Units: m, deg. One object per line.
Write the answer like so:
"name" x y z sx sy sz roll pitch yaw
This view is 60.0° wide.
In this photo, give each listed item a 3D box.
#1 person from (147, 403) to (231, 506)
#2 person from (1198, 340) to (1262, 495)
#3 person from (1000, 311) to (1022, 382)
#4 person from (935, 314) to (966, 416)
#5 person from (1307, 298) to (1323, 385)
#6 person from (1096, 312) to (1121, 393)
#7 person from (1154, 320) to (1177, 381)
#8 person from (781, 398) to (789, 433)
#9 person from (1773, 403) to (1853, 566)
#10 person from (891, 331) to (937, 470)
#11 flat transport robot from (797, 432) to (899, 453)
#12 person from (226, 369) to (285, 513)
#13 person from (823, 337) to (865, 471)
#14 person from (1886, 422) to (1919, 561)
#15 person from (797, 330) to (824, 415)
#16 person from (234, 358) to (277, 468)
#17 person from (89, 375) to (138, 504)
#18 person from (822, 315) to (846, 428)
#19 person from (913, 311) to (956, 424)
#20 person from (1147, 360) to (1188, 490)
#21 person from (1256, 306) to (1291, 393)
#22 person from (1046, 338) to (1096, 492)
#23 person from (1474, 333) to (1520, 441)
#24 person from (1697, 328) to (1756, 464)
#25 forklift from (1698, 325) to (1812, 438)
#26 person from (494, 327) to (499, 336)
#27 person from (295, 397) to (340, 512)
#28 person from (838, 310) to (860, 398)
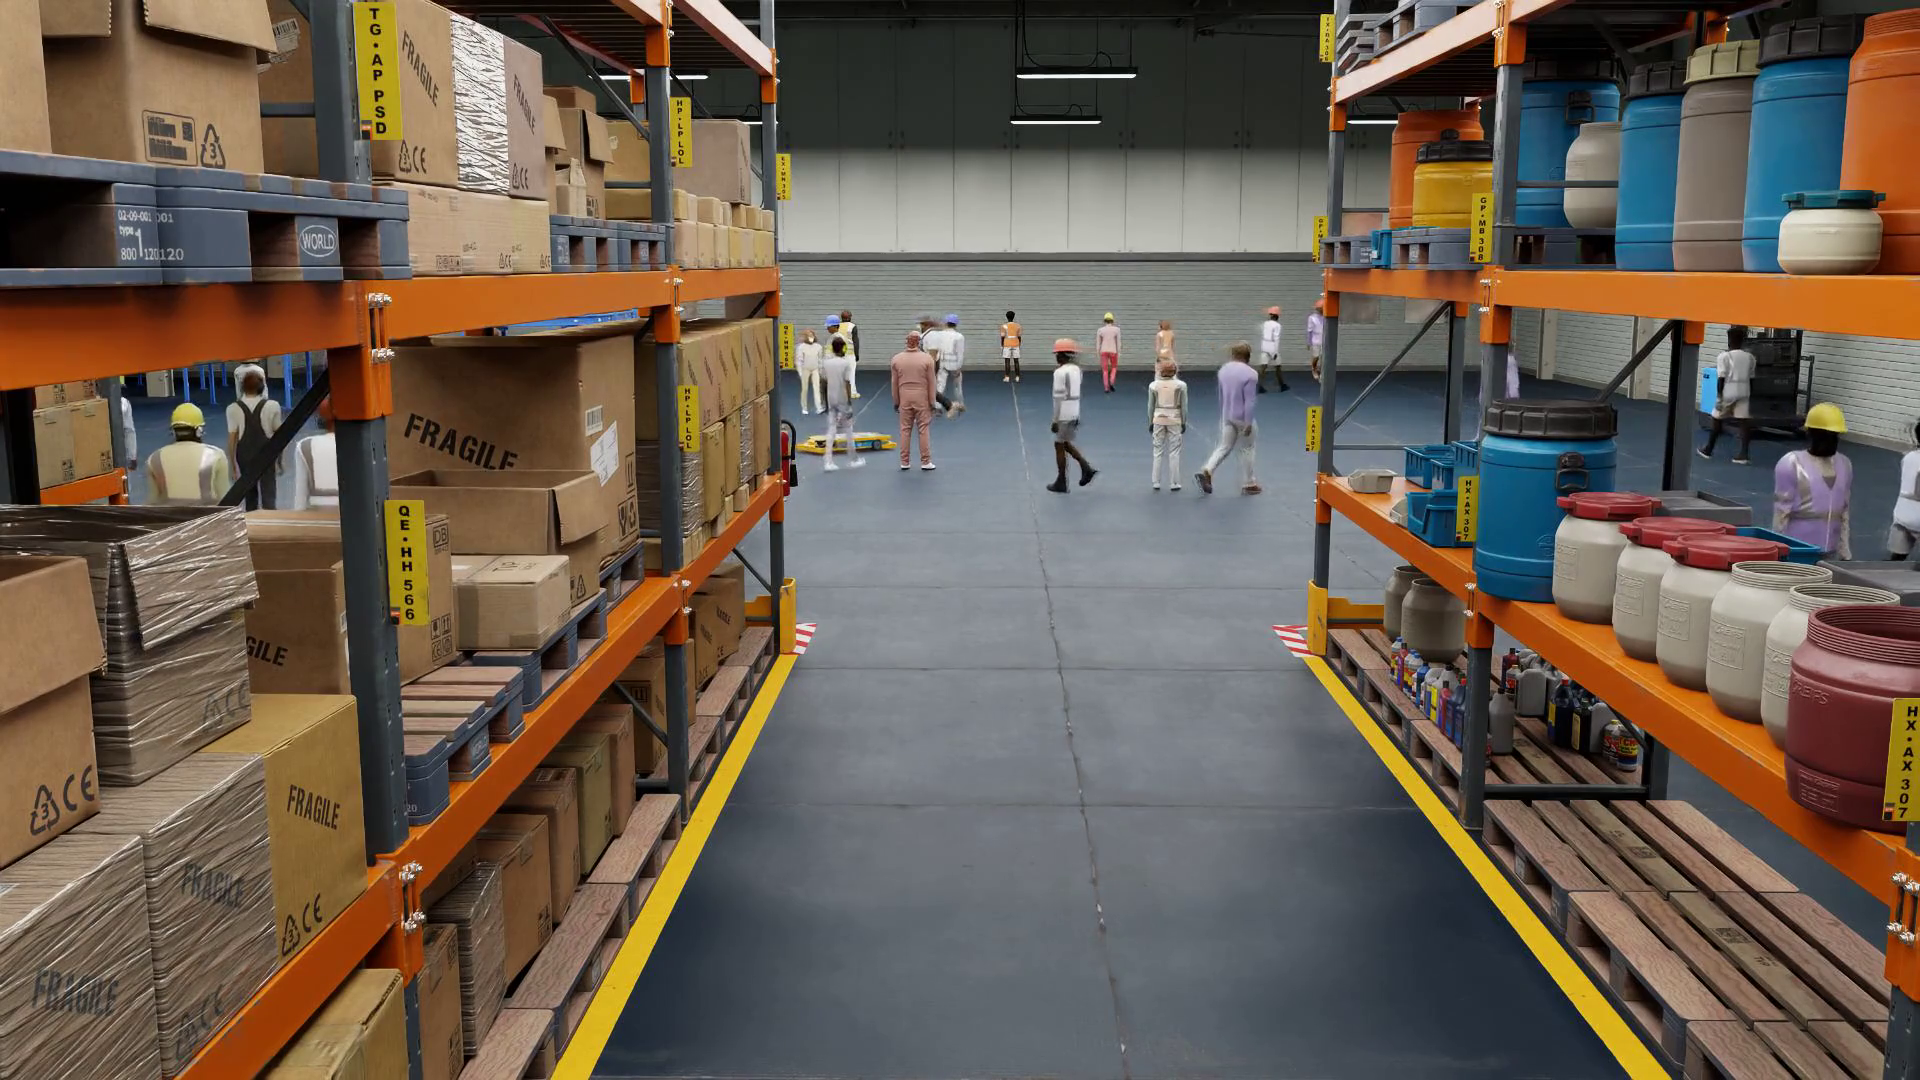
"person" -5.657 -0.102 12.324 0.618 1.813 0.438 0 9 -2
"person" 3.344 -1.494 20.428 0.865 1.914 0.632 -8 12 -38
"person" 1.217 -4.618 39.750 0.536 1.690 0.323 -3 10 -17
"person" -0.195 -3.280 31.145 0.604 1.895 1.021 4 10 21
"person" 8.523 -4.708 39.348 0.608 2.018 0.782 1 10 8
"person" 3.275 -4.127 36.605 0.553 1.749 0.407 1 10 8
"person" 4.538 -4.038 36.557 0.541 1.605 0.805 -6 11 -31
"person" -3.242 -2.687 27.437 0.638 1.955 1.000 6 11 33
"person" 5.799 0.029 11.316 0.604 1.947 0.502 -3 10 -16
"person" -0.618 -1.918 22.932 0.638 1.909 0.408 2 10 15
"flat transport robot" -1.712 -1.499 25.440 1.431 0.197 0.652 -7 12 -35
"person" -6.919 -0.768 16.348 0.501 1.816 0.836 -3 10 -18
"person" -1.646 -1.875 22.904 0.553 1.830 0.808 5 11 29
"person" 7.475 -0.155 13.085 0.801 1.667 0.528 0 9 1
"person" -2.792 -3.126 31.111 0.514 1.587 0.804 -4 10 -24
"person" -9.748 -1.841 22.962 0.486 1.744 0.294 2 10 14
"person" -8.796 -0.882 17.114 0.672 1.786 0.407 -8 12 -39
"person" -2.175 -2.946 28.968 0.384 1.949 0.601 -4 10 -24
"person" -0.515 -3.065 29.531 0.763 2.000 0.704 -3 10 -19
"person" 2.612 -1.449 20.972 0.507 1.628 0.323 3 10 19
"person" 6.868 -4.179 36.544 0.989 1.883 0.565 -7 12 -37
"person" 1.355 -1.554 20.733 0.534 1.919 0.541 6 11 34
"person" 7.687 -2.026 23.711 0.950 1.867 0.640 0 9 -1
"person" 11.061 -2.082 23.881 0.634 1.912 0.982 -1 10 -9
"forklift" 13.248 -3.165 27.620 1.129 2.768 1.873 0 9 1
"person" -7.359 -2.443 26.276 0.429 1.843 0.627 -3 10 -19
"person" -4.588 -0.137 12.390 0.639 1.859 0.616 0 9 -3
"person" -2.394 -3.940 35.239 0.619 1.845 0.430 5 11 28
